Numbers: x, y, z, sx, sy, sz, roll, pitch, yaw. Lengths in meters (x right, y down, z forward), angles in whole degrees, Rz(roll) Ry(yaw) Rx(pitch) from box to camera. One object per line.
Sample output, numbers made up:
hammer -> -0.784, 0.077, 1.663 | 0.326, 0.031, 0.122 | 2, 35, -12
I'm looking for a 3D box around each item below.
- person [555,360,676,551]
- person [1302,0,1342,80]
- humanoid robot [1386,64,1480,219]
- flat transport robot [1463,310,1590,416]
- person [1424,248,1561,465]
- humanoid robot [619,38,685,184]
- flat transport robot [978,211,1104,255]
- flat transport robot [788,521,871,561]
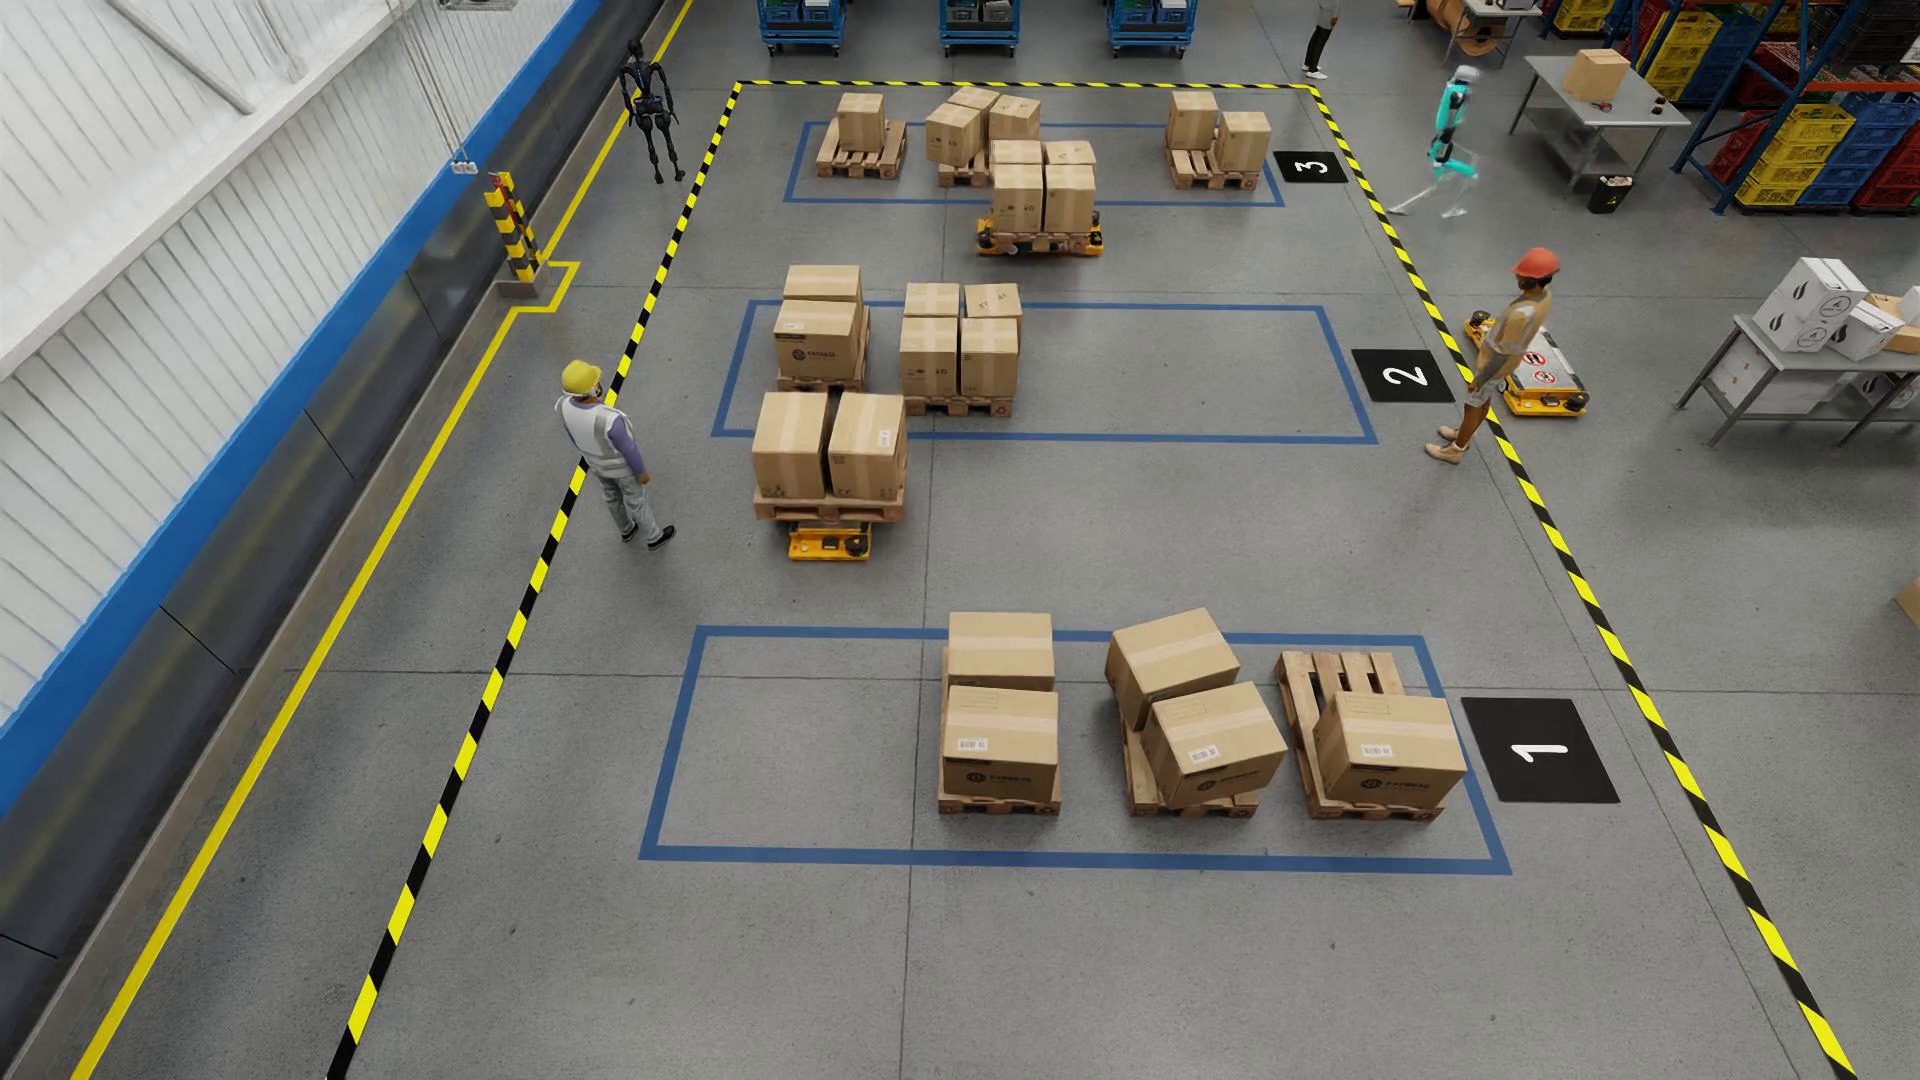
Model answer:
person -> -2.649, -0.625, 7.036 | 0.589, 1.837, 0.404 | 19, 52, 16
person -> 5.314, -7.593, 13.058 | 0.386, 1.850, 0.599 | 1, 49, 1
humanoid robot -> 5.692, -4.436, 10.440 | 1.034, 1.778, 0.535 | 10, 50, 8
flat transport robot -> 5.573, -1.757, 9.054 | 0.659, 0.231, 1.431 | 1, 49, 1
person -> 4.443, -1.495, 7.663 | 0.401, 2.029, 0.610 | 36, 58, 27
humanoid robot -> -3.737, -5.168, 11.068 | 0.599, 1.653, 0.315 | -7, 50, -6
flat transport robot -> 0.921, -3.570, 10.605 | 1.431, 0.197, 0.652 | 1, 49, 1
flat transport robot -> -1.059, -0.426, 7.884 | 0.652, 0.197, 1.431 | 1, 49, 1
